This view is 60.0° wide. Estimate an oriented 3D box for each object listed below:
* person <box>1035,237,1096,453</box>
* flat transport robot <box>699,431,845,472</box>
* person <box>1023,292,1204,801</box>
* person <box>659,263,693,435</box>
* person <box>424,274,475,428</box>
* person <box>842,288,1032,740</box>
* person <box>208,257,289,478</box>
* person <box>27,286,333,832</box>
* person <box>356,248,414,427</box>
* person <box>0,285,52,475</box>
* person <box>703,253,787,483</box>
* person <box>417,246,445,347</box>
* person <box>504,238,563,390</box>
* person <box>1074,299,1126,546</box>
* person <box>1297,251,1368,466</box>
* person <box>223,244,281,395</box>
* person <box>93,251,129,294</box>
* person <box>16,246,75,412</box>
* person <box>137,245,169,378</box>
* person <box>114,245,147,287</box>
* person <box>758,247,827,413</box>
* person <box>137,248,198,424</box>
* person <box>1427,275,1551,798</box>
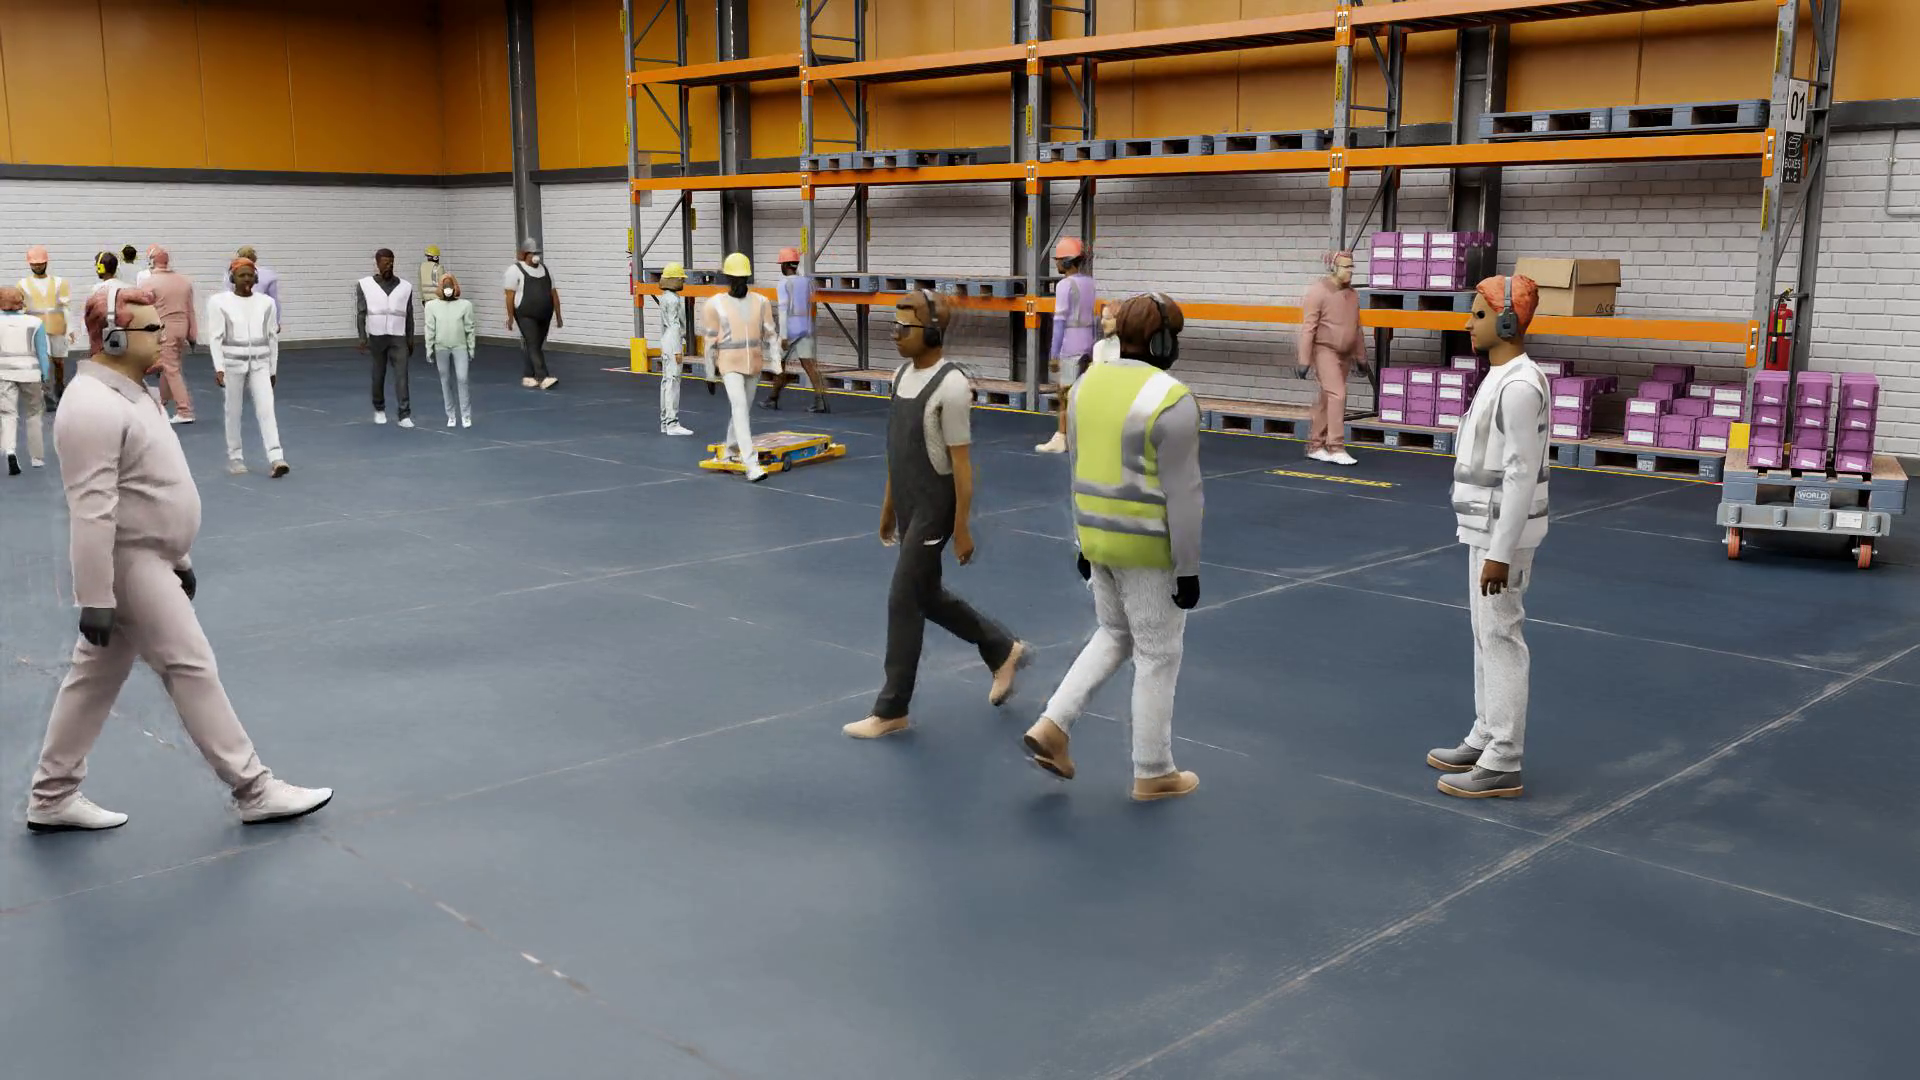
[{"bbox_3d":[1.113,-1.758,15.228,0.874,2.015,0.615,6,12,28],"label":"person"},{"bbox_3d":[-1.638,-0.791,14.685,0.652,0.197,1.431,5,11,24],"label":"flat transport robot"},{"bbox_3d":[0.586,0.046,5.896,0.547,1.833,0.637,-7,12,-32],"label":"person"},{"bbox_3d":[-2.906,-1.947,16.973,0.311,1.743,0.493,-4,11,-20],"label":"person"},{"bbox_3d":[-5.351,-1.974,17.454,0.499,1.612,0.674,-2,11,-12],"label":"person"},{"bbox_3d":[-0.084,-0.116,6.800,0.847,1.824,0.521,-5,11,-25],"label":"person"},{"bbox_3d":[-5.956,-1.431,13.913,0.595,1.825,1.002,-8,13,-39],"label":"person"},{"bbox_3d":[-2.724,0.085,5.590,0.986,1.852,0.664,-4,11,-19],"label":"person"},{"bbox_3d":[-6.110,-2.146,17.721,0.608,1.898,0.849,-6,12,-31],"label":"person"},{"bbox_3d":[-8.079,-1.374,14.236,0.522,1.607,0.774,-5,11,-24],"label":"person"},{"bbox_3d":[-1.801,-1.429,13.787,0.608,1.875,0.988,-7,13,-34],"label":"person"},{"bbox_3d":[-9.497,-4.394,30.074,0.600,1.830,0.404,5,12,25],"label":"person"},{"bbox_3d":[-5.598,-3.019,22.008,1.005,2.000,0.701,9,14,41],"label":"person"},{"bbox_3d":[1.076,-0.766,10.874,0.644,1.622,0.520,-6,12,-29],"label":"person"},{"bbox_3d":[3.377,-1.590,14.644,0.675,1.875,0.792,-9,14,-41],"label":"person"},{"bbox_3d":[-8.846,-2.733,20.810,0.634,1.915,0.818,-4,11,-19],"label":"person"},{"bbox_3d":[-8.741,-2.032,17.119,0.407,1.853,0.530,2,11,12],"label":"person"},{"bbox_3d":[-10.651,-2.467,19.388,0.543,1.903,0.963,-7,12,-33],"label":"person"},{"bbox_3d":[-11.182,-3.168,23.266,0.541,1.893,1.014,-9,14,-40],"label":"person"},{"bbox_3d":[-12.737,-3.602,25.642,0.532,1.873,0.315,-3,11,-15],"label":"person"},{"bbox_3d":[-1.901,-2.397,19.057,1.010,1.886,0.566,8,13,37],"label":"person"},{"bbox_3d":[-8.666,-2.192,17.938,0.933,1.867,0.674,4,11,21],"label":"person"},{"bbox_3d":[1.936,-0.009,6.025,0.352,1.883,0.579,2,11,10],"label":"person"}]
